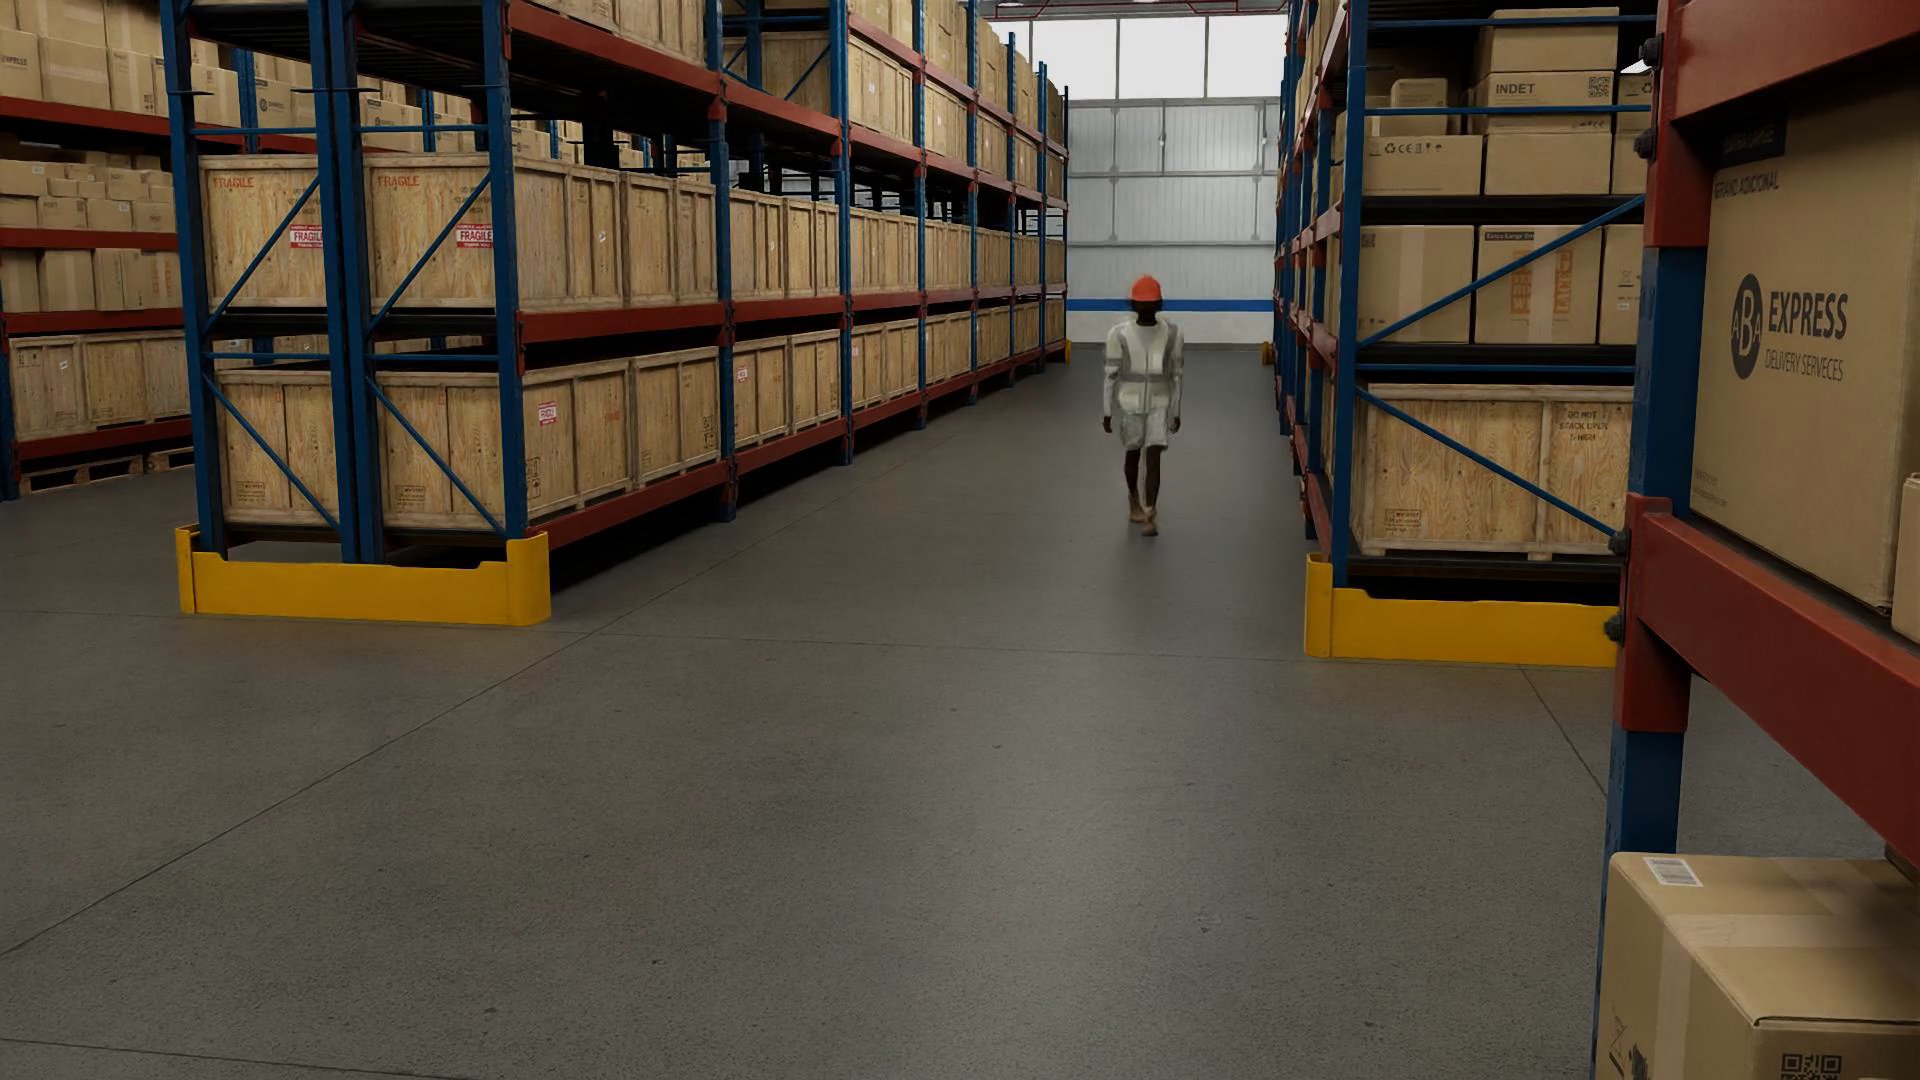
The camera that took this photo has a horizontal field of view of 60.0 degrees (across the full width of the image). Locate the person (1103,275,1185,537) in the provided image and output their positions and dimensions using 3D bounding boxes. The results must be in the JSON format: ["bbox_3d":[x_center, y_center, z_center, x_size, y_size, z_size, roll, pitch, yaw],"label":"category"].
[{"bbox_3d":[1.438,-1.072,13.072,0.623,2.007,0.997,1,9,4],"label":"person"}]
